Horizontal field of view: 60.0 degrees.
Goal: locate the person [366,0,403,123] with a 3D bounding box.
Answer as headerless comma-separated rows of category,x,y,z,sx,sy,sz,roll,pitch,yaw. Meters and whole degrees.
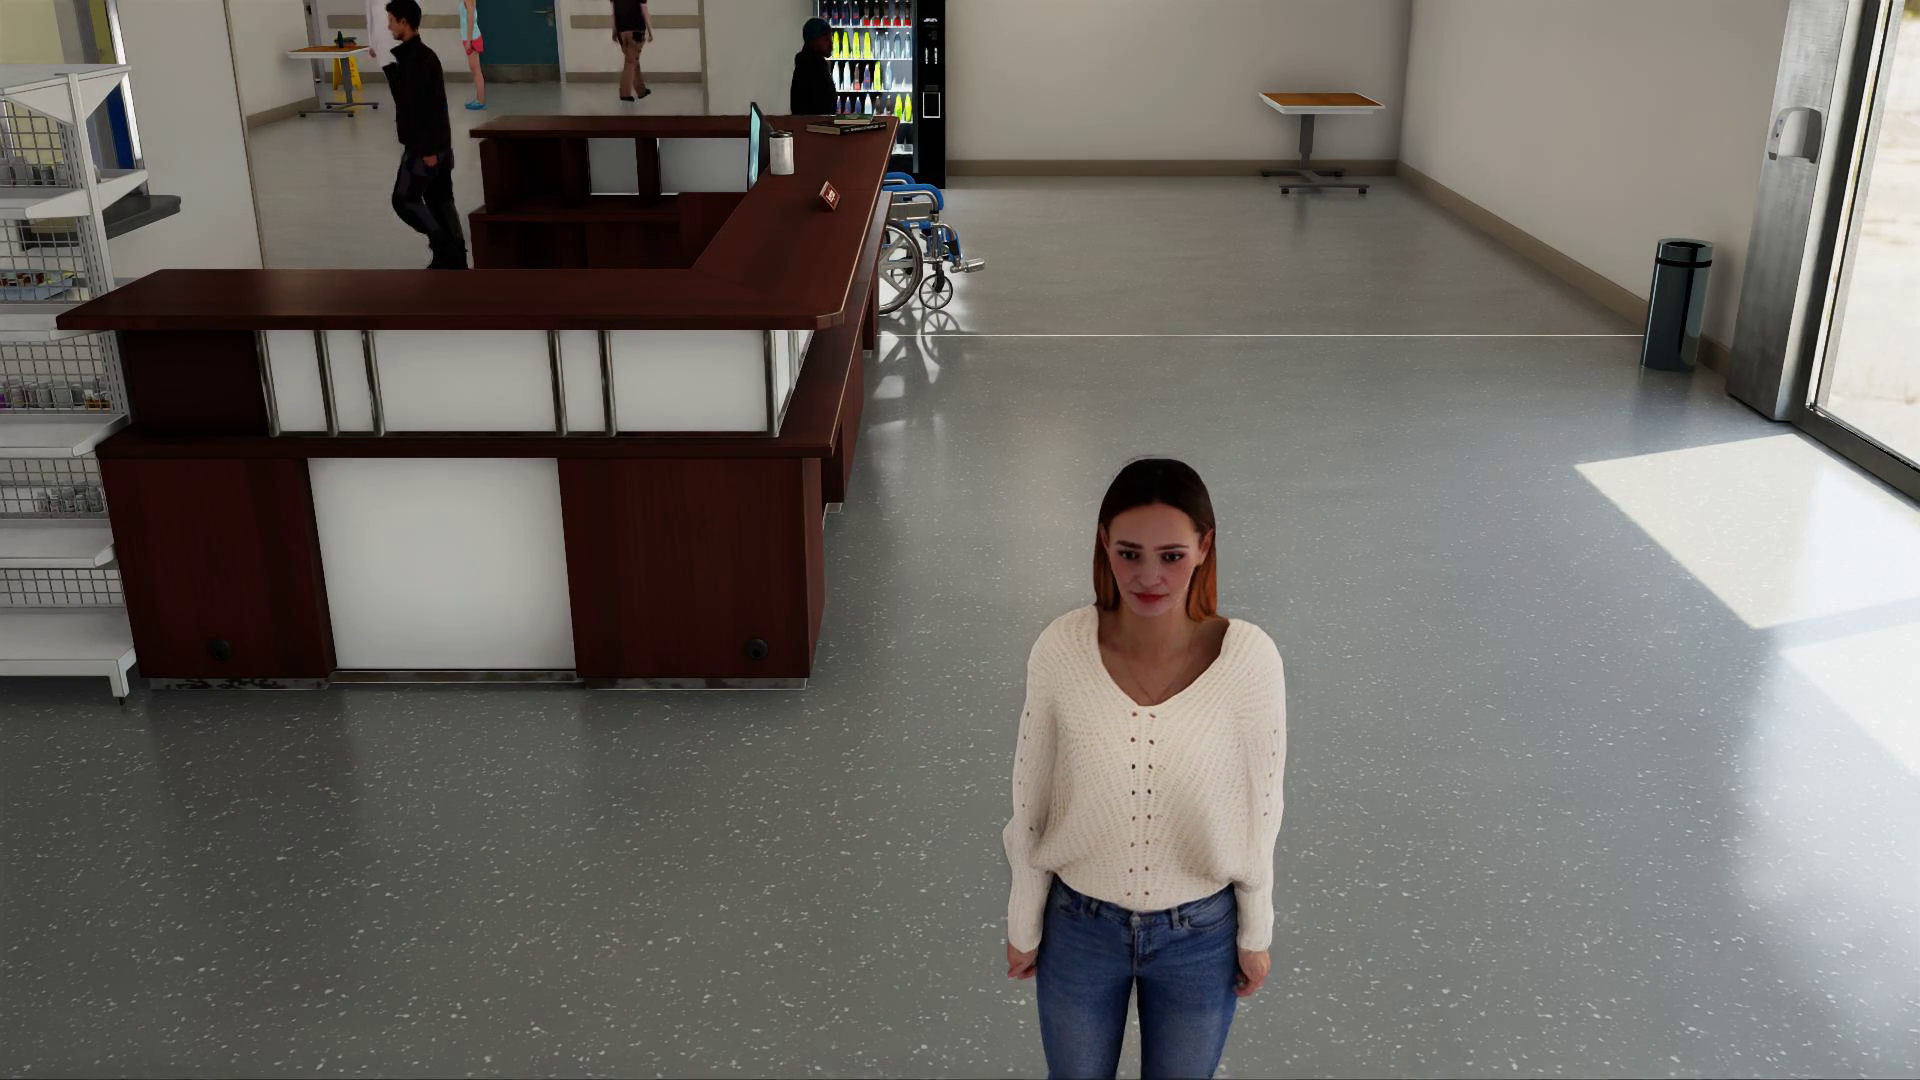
person,-7.002,-6.073,20.520,0.588,1.790,0.682,0,21,1

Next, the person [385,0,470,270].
person,-3.636,-2.779,11.631,0.736,1.926,0.747,-3,21,-9

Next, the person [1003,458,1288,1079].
person,0.308,0.664,2.872,0.531,1.692,0.713,3,21,8

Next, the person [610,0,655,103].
person,-4.479,-6.786,22.405,1.242,1.789,1.026,7,22,18

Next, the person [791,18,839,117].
person,-1.097,-2.704,11.644,1.261,1.777,0.954,-8,22,-20

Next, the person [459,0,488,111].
person,-6.439,-6.586,21.909,0.666,1.766,0.650,-6,22,-15
